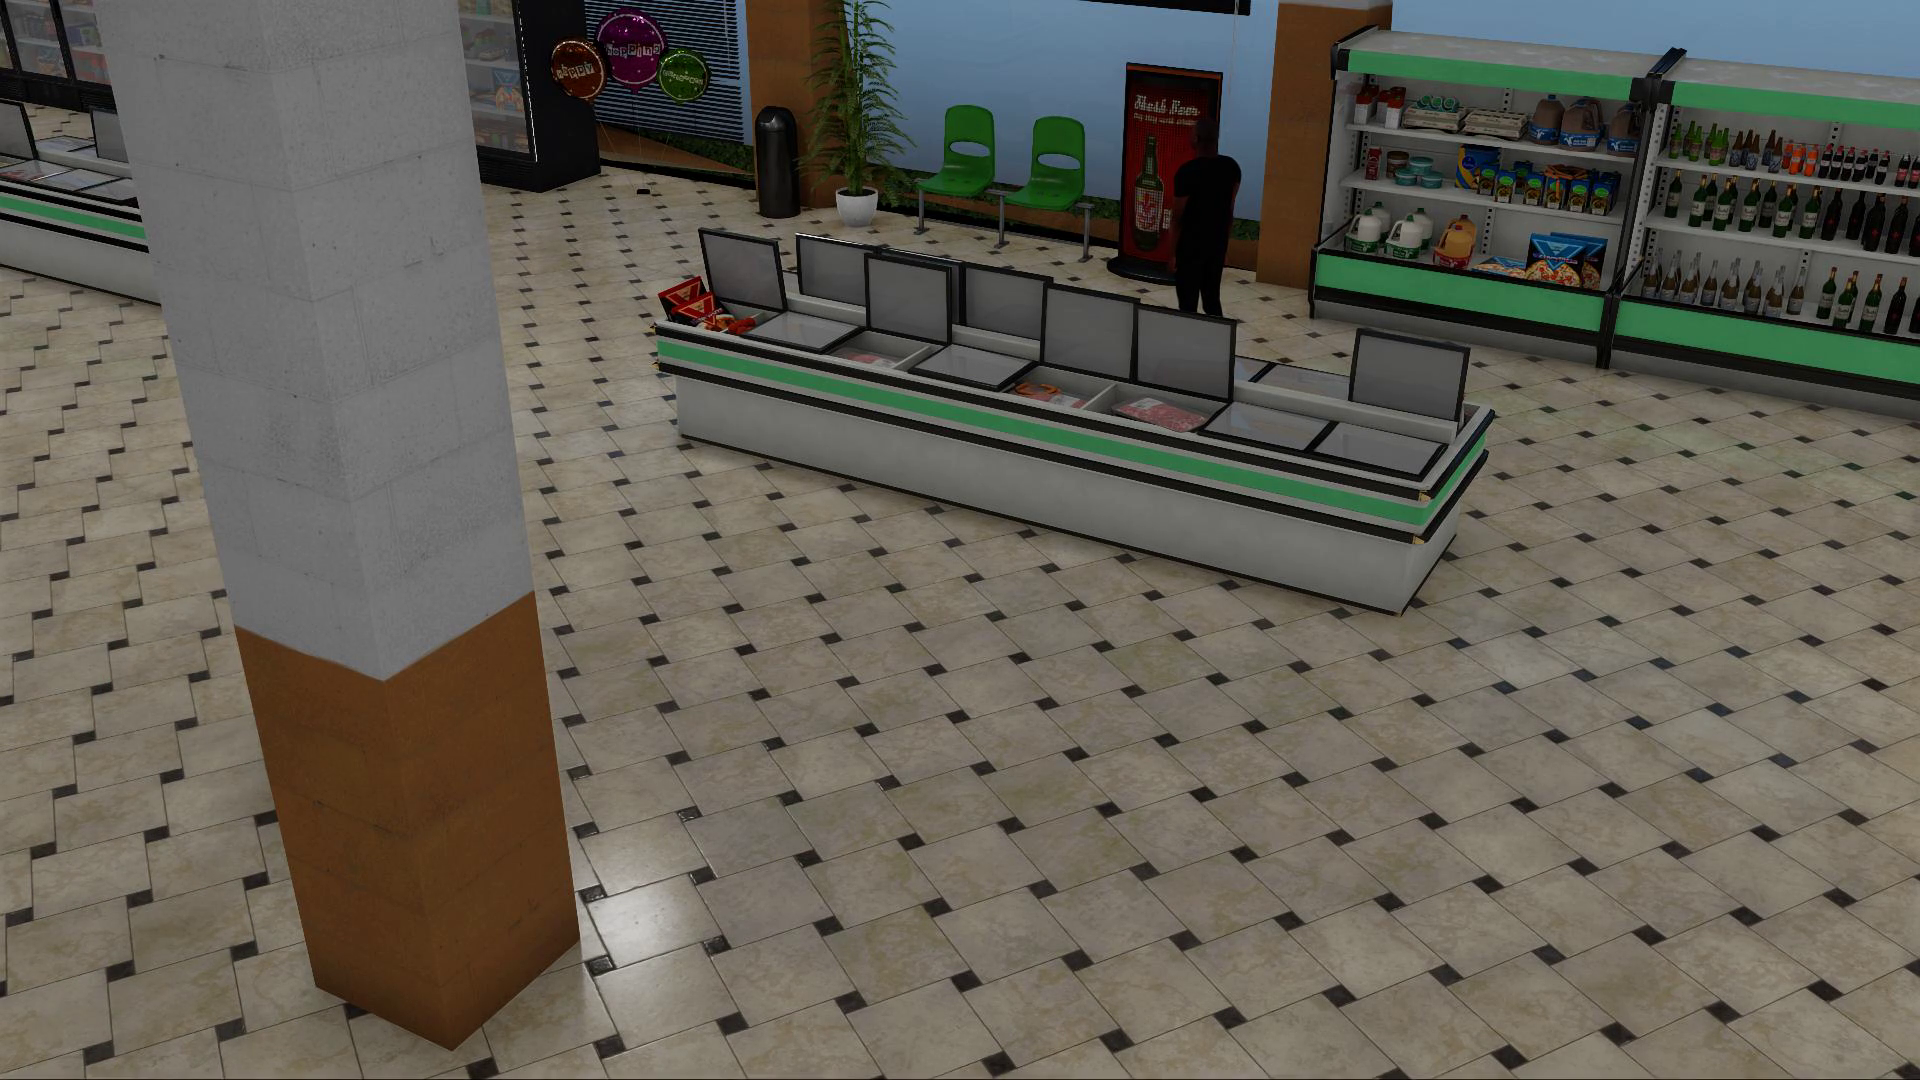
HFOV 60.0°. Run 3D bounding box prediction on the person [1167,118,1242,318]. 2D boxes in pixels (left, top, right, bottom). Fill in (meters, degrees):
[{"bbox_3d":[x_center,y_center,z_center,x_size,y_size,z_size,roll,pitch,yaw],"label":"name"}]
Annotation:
[{"bbox_3d":[1.670,-1.992,11.482,0.744,1.816,0.758,-12,29,-22],"label":"person"}]
